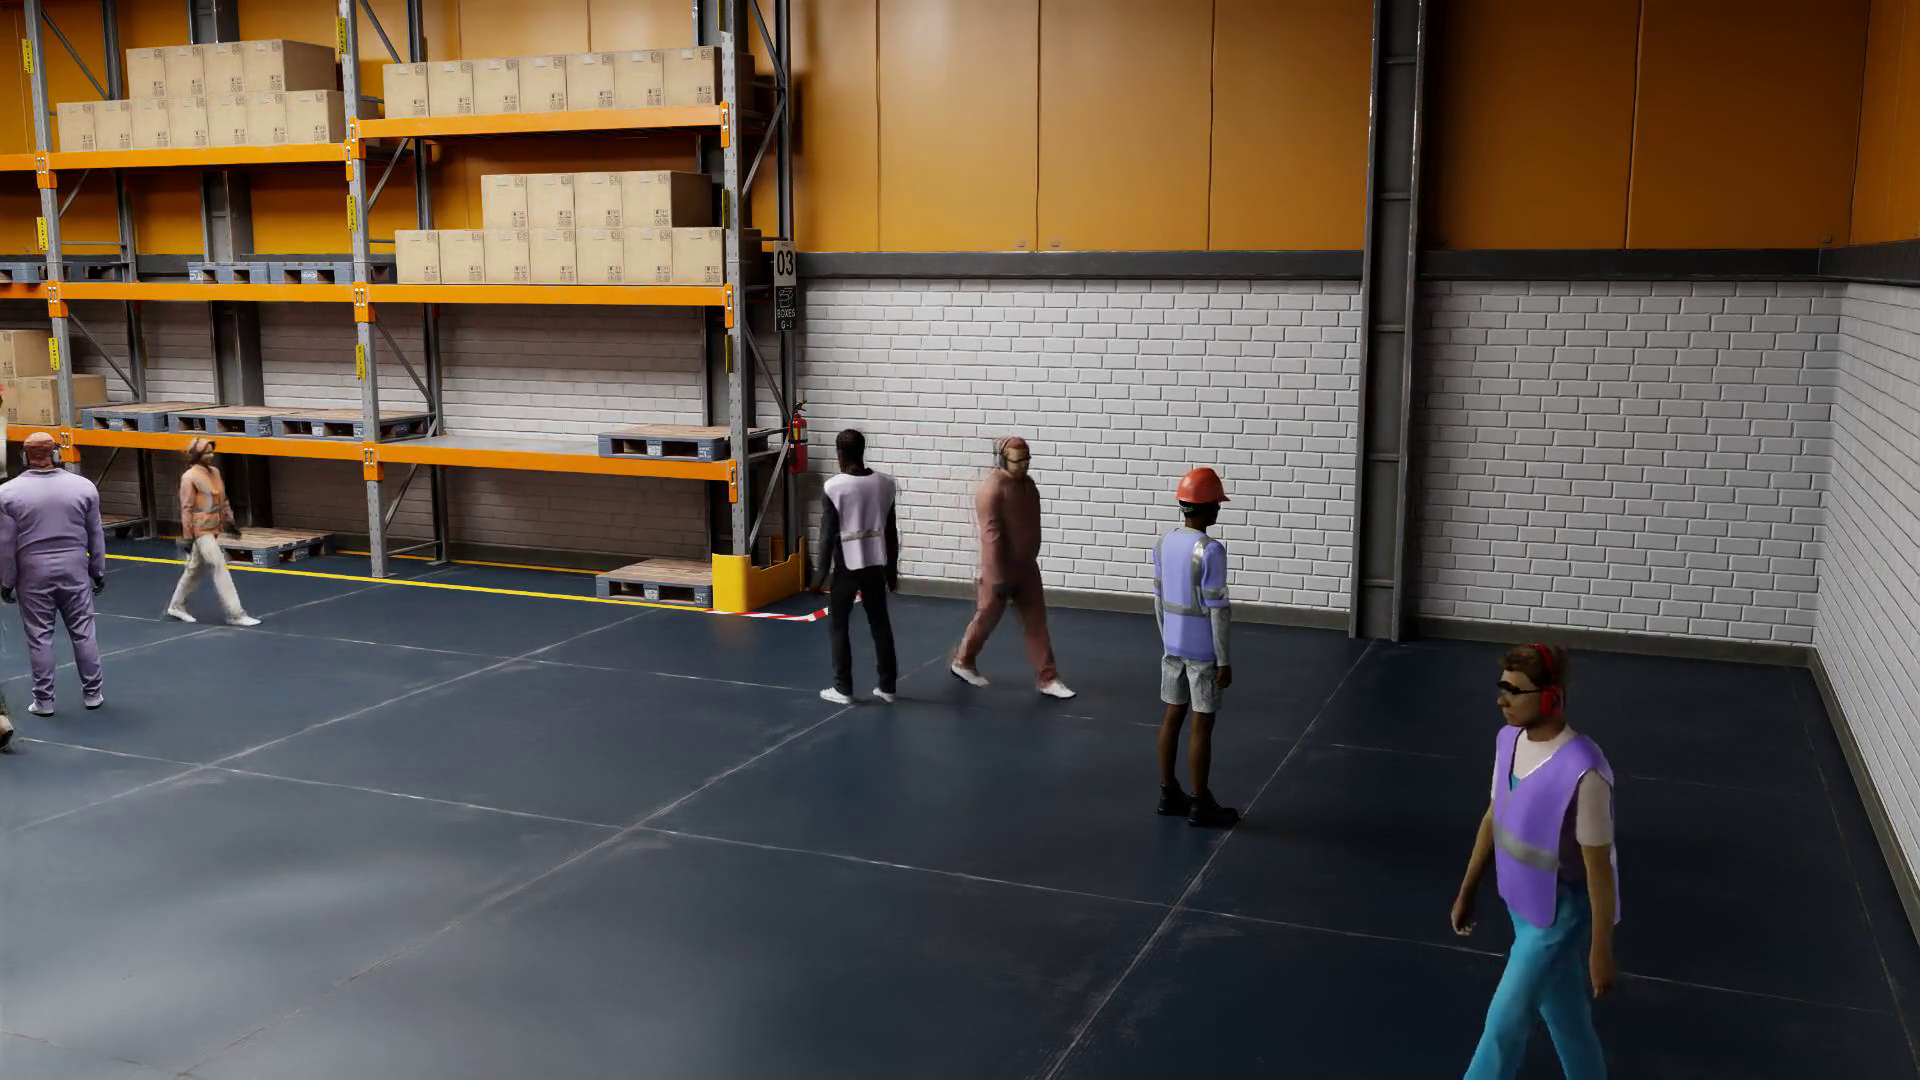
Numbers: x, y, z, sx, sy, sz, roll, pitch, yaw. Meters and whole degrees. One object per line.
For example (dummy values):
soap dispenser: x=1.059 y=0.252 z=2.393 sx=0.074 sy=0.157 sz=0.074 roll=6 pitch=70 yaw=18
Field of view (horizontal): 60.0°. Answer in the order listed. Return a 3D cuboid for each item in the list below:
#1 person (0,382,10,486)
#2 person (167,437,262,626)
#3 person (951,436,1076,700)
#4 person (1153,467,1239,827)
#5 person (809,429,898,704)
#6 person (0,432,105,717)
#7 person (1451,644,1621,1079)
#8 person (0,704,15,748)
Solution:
person: x=-9.541 y=-0.623 z=16.200 sx=0.999 sy=1.955 sz=0.598 roll=2 pitch=10 yaw=11
person: x=-6.316 y=-0.071 z=13.902 sx=0.852 sy=1.600 sz=0.511 roll=0 pitch=9 yaw=-1
person: x=0.320 y=0.180 z=11.656 sx=1.002 sy=1.852 sz=0.660 roll=7 pitch=12 yaw=37
person: x=1.275 y=0.573 z=8.979 sx=0.354 sy=1.939 sz=0.544 roll=-6 pitch=11 yaw=-33
person: x=-0.725 y=0.195 z=11.452 sx=0.672 sy=1.896 sz=0.583 roll=-8 pitch=12 yaw=-39
person: x=-6.103 y=0.227 z=11.179 sx=0.652 sy=1.904 sz=0.403 roll=-8 pitch=12 yaw=-39
person: x=1.795 y=1.225 z=5.432 sx=0.940 sy=1.793 sz=0.600 roll=-1 pitch=9 yaw=-5
person: x=-6.271 y=0.496 z=10.272 sx=0.841 sy=1.667 sz=0.534 roll=4 pitch=10 yaw=24
